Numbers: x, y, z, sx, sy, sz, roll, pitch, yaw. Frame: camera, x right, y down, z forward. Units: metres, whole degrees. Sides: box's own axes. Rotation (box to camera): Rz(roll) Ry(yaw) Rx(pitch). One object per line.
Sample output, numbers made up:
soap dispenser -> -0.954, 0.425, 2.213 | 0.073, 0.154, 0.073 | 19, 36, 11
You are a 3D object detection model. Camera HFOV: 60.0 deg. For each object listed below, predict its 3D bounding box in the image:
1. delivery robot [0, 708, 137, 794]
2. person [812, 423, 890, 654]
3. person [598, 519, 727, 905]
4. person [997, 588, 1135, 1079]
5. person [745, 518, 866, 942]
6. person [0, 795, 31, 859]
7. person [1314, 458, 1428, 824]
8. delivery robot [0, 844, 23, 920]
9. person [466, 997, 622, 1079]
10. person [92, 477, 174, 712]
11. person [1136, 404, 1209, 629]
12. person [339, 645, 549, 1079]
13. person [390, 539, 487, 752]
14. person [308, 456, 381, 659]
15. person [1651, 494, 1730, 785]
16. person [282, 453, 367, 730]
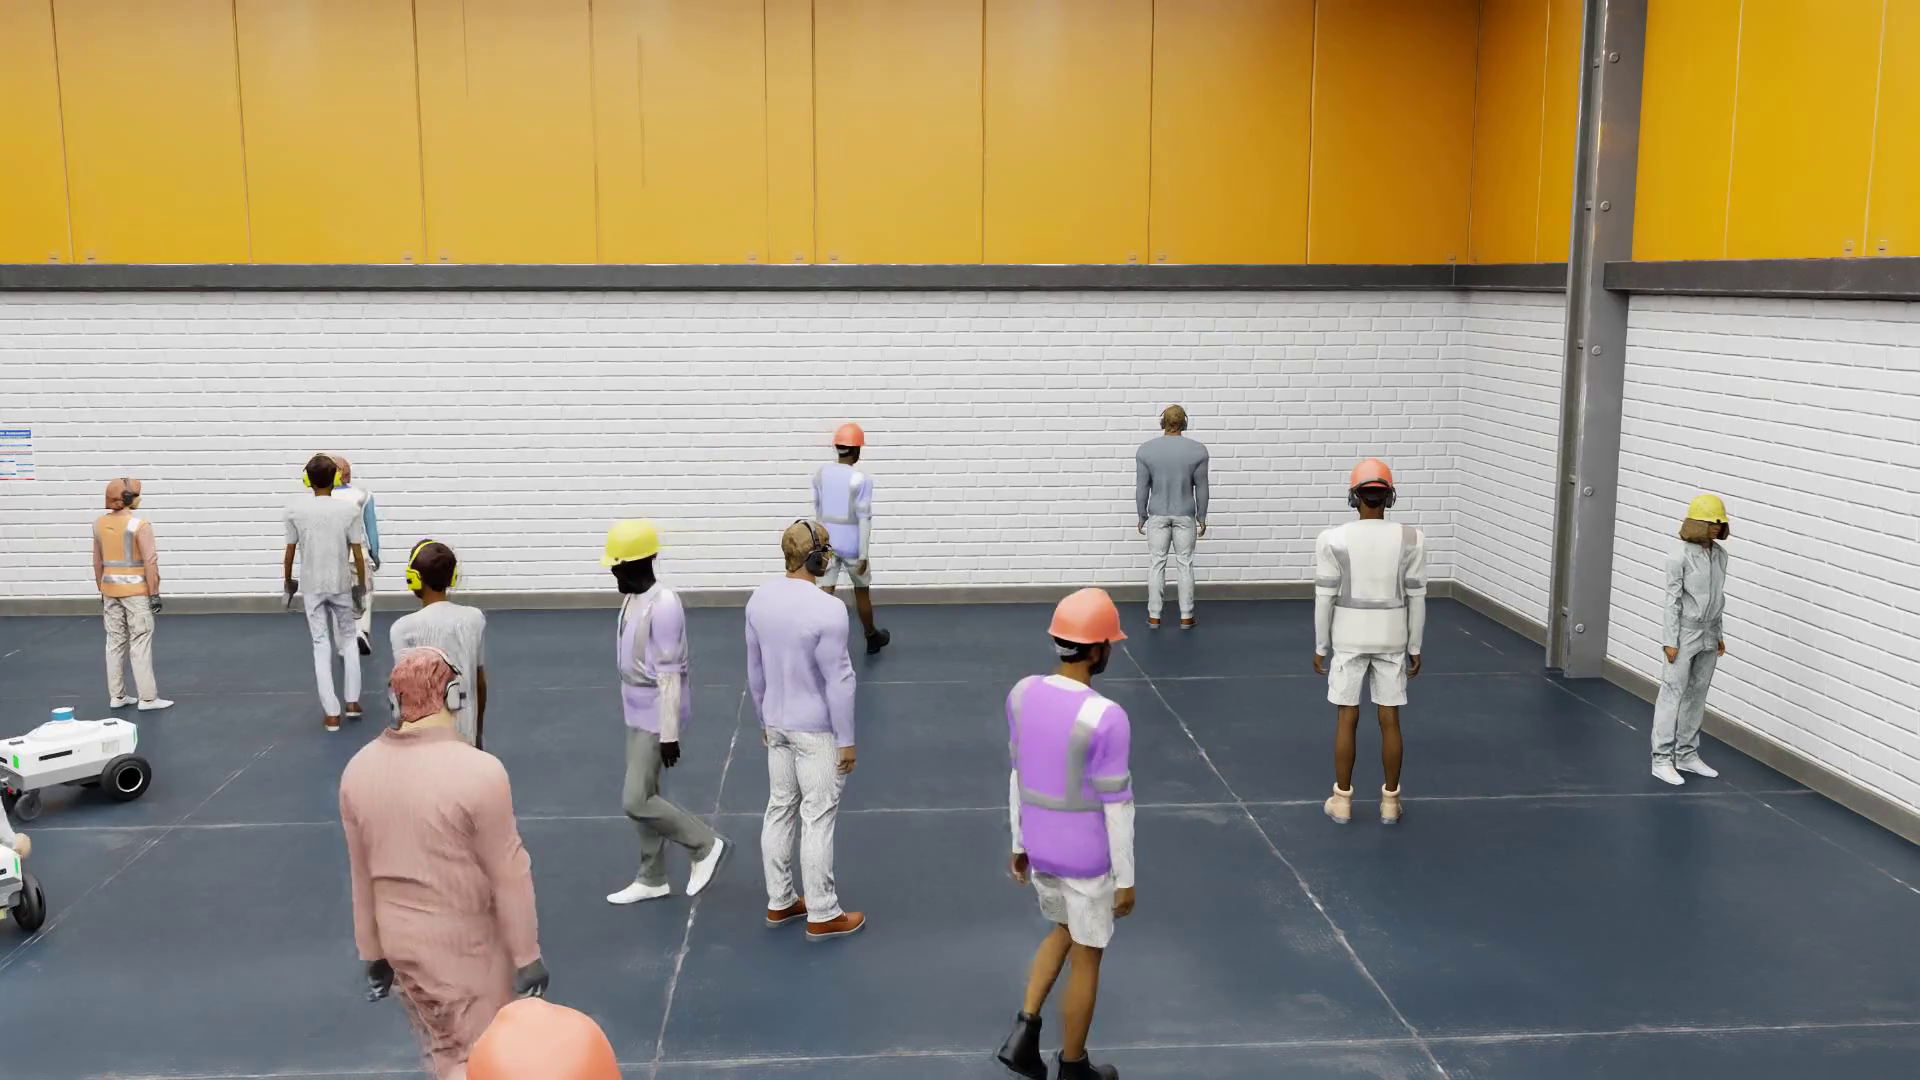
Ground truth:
delivery robot -> -5.117, 1.204, 9.511 | 0.477, 0.478, 0.707 | 7, 11, 38
person -> -0.893, 0.030, 13.018 | 0.568, 1.885, 0.986 | 4, 10, 24
person -> -1.457, 0.829, 7.930 | 0.500, 1.903, 0.609 | -4, 10, -25
person -> 0.413, 1.121, 6.052 | 0.428, 1.918, 0.562 | -8, 12, -41
person -> -0.706, 0.862, 7.621 | 0.636, 1.939, 0.365 | 8, 12, 42
person -> -5.018, 0.864, 8.107 | 0.644, 1.791, 0.977 | 1, 9, 7
person -> 2.252, 0.563, 9.199 | 0.605, 2.036, 0.383 | 1, 9, 5
delivery robot -> -4.632, 1.498, 7.664 | 0.707, 0.478, 0.477 | 7, 12, 39
person -> -0.603, 1.660, 2.646 | 0.374, 1.929, 0.542 | 6, 11, 34
person -> -5.787, 0.382, 11.581 | 0.518, 1.636, 0.312 | 3, 10, 19
person -> 1.818, -0.196, 14.271 | 0.630, 1.940, 0.370 | 1, 9, 9
person -> -1.657, 1.279, 5.208 | 0.671, 1.879, 0.707 | 5, 10, 30
person -> -2.419, 0.909, 7.607 | 0.653, 1.846, 0.550 | 7, 12, 38
person -> -4.836, 0.147, 13.054 | 0.541, 1.624, 0.420 | -3, 10, -21
person -> 4.413, 0.588, 9.961 | 0.492, 1.741, 0.319 | -5, 10, -28
person -> -4.291, 0.335, 11.215 | 0.531, 1.853, 0.595 | -4, 10, -22
